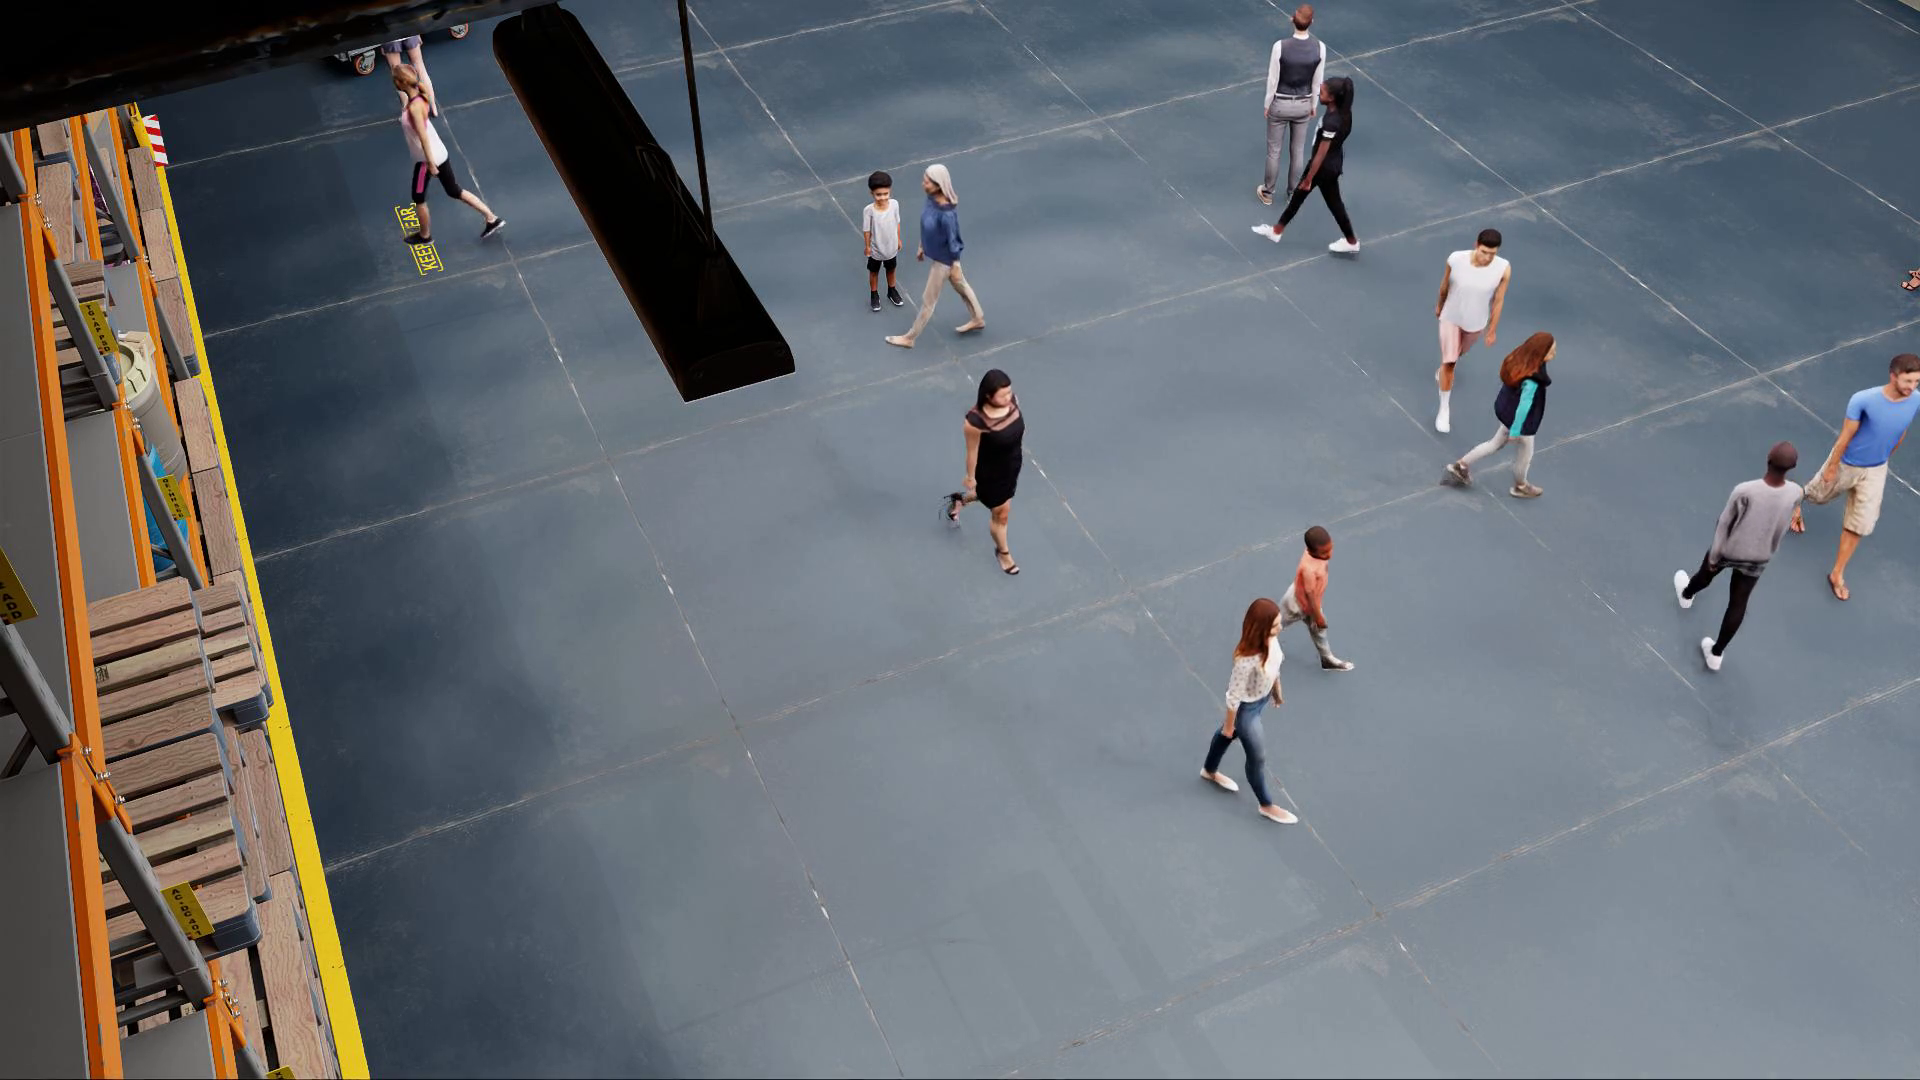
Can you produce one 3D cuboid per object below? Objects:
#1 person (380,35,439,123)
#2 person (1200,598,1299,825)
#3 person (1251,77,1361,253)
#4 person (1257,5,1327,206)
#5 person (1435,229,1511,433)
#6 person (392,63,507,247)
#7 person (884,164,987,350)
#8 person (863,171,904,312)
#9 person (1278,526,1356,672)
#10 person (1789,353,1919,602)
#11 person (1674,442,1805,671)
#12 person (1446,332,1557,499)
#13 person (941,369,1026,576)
[{"bbox_3d":[-5.468,-4.899,16.182,0.638,1.765,0.621,-30,51,-28],"label":"person"},{"bbox_3d":[1.663,0.956,10.077,1.034,1.708,0.906,22,48,22],"label":"person"},{"bbox_3d":[3.259,-3.190,14.447,1.157,1.684,1.207,9,44,9],"label":"person"},{"bbox_3d":[2.995,-3.930,15.040,0.741,1.938,0.730,1,44,1],"label":"person"},{"bbox_3d":[3.925,-1.781,12.948,1.141,1.711,1.270,12,45,12],"label":"person"},{"bbox_3d":[-4.524,-3.339,14.559,0.968,1.745,1.175,-3,44,-3],"label":"person"},{"bbox_3d":[-0.036,-2.301,13.543,0.813,1.644,1.115,-11,45,-11],"label":"person"},{"bbox_3d":[-0.655,-2.548,14.080,0.498,1.261,0.499,-15,46,-15],"label":"person"},{"bbox_3d":[2.198,0.373,11.004,0.969,1.275,0.810,22,48,21],"label":"person"},{"bbox_3d":[6.230,-0.600,11.620,1.042,1.834,1.319,2,44,2],"label":"person"},{"bbox_3d":[5.152,0.147,10.904,0.996,1.738,1.163,5,44,5],"label":"person"},{"bbox_3d":[4.032,-0.917,12.216,0.964,1.470,0.980,7,44,7],"label":"person"},{"bbox_3d":[0.174,-0.529,11.648,1.120,1.692,0.913,31,52,28],"label":"person"}]
